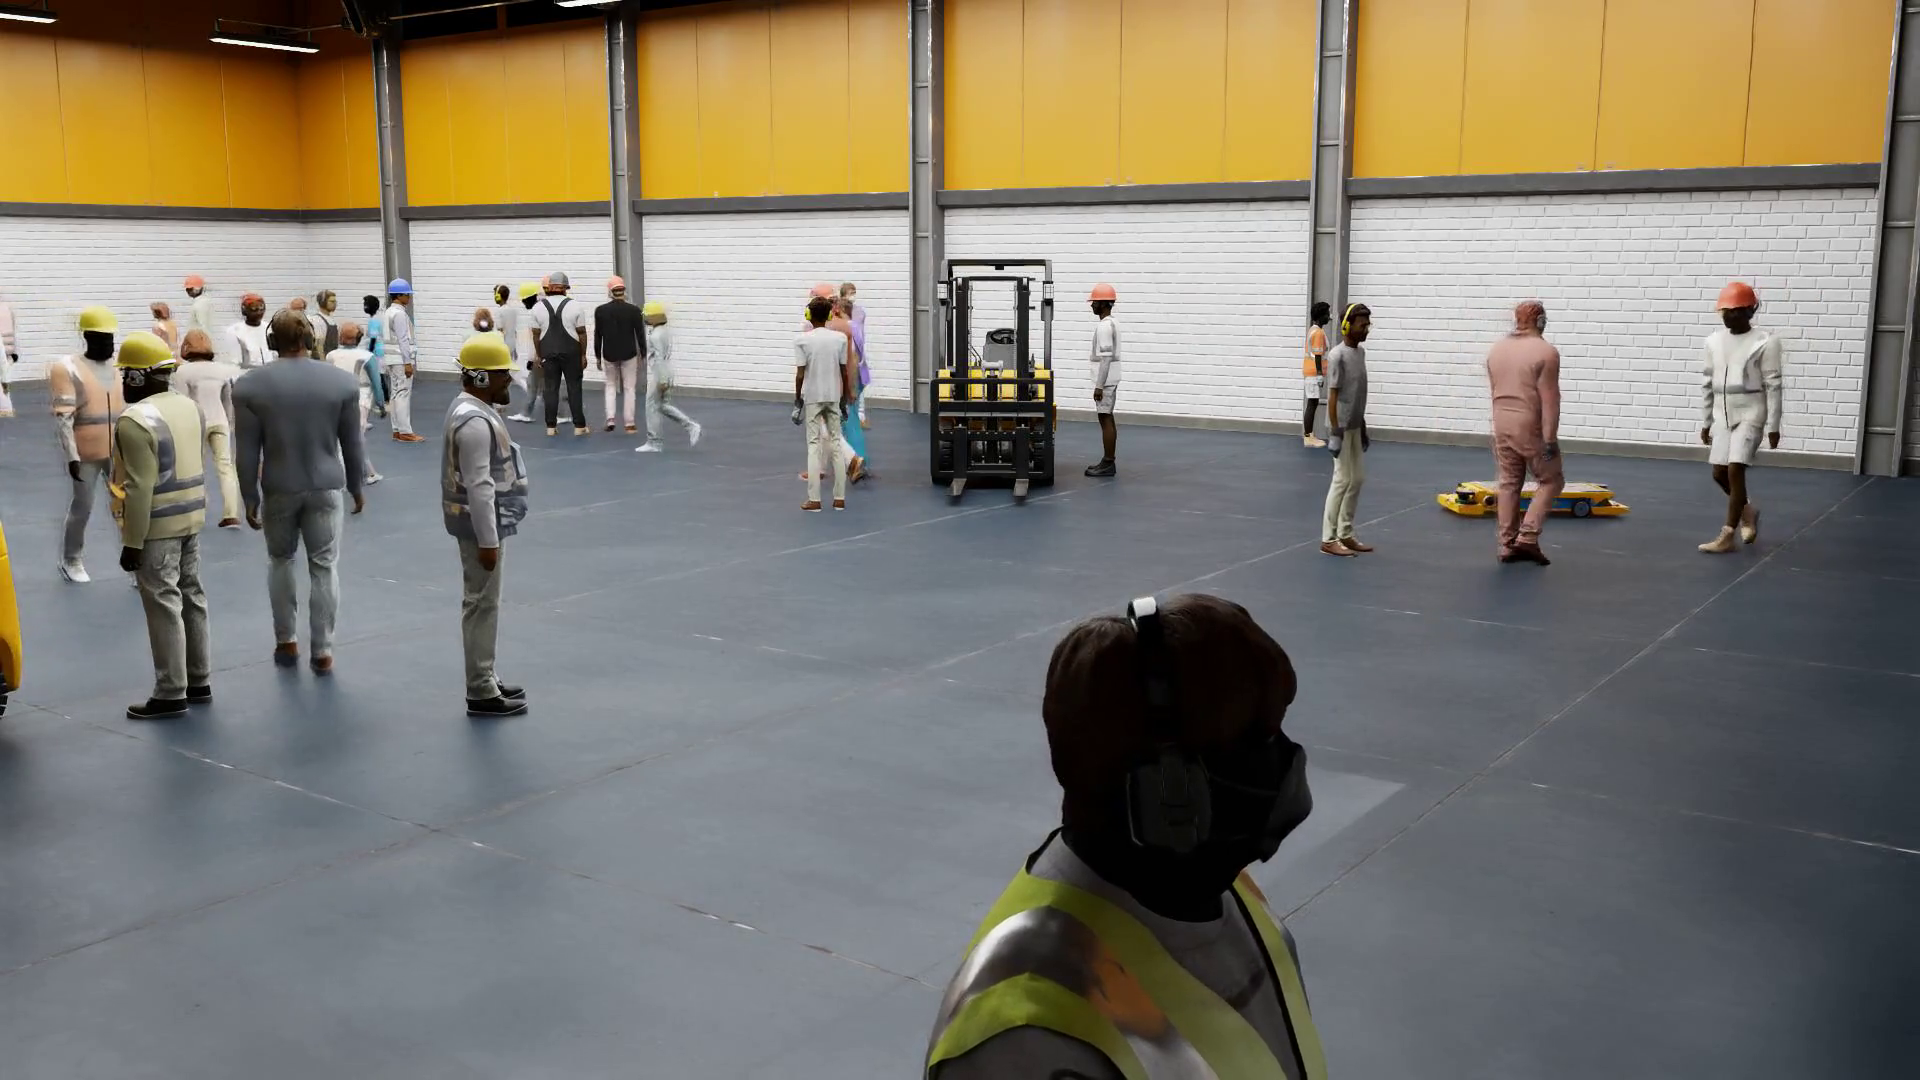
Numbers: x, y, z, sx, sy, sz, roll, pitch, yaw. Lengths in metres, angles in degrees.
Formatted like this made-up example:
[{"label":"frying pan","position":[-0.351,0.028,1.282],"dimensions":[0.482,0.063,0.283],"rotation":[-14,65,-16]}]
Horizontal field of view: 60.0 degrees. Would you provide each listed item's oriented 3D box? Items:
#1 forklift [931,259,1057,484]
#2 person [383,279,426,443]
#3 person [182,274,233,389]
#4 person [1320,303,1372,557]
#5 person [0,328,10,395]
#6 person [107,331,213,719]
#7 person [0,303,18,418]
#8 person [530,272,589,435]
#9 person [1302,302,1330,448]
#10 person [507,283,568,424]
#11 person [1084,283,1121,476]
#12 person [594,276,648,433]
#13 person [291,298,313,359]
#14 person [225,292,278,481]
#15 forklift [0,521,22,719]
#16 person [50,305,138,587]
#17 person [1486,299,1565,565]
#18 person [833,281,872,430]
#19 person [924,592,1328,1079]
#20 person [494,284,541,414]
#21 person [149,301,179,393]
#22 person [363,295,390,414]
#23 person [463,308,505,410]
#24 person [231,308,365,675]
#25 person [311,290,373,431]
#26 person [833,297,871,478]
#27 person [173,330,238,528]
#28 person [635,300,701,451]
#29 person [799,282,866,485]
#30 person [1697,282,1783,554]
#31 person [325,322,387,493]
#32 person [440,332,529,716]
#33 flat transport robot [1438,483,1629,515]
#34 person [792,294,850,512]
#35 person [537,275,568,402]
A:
[{"label":"forklift","position":[0.370,-1.738,16.759],"dimensions":[1.214,2.155,2.313],"rotation":[1,10,3]},{"label":"person","position":[-6.648,-2.126,19.798],"dimensions":[0.384,1.949,0.605],"rotation":[-6,11,-32]},{"label":"person","position":[-11.080,-2.916,24.449],"dimensions":[0.894,1.969,0.615],"rotation":[-3,10,-17]},{"label":"person","position":[2.859,-0.808,12.234],"dimensions":[0.333,1.858,0.540],"rotation":[7,12,35]},{"label":"person","position":[-10.311,-1.678,17.389],"dimensions":[0.679,1.861,0.593],"rotation":[6,11,31]},{"label":"person","position":[-3.803,-0.069,7.895],"dimensions":[0.403,1.833,0.586],"rotation":[1,10,3]},{"label":"person","position":[-13.422,-2.593,22.973],"dimensions":[0.744,1.814,0.656],"rotation":[2,10,10]},{"label":"person","position":[-4.949,-2.322,20.691],"dimensions":[0.674,2.000,0.535],"rotation":[0,10,0]},{"label":"person","position":[4.141,-1.919,19.337],"dimensions":[0.320,1.694,0.531],"rotation":[2,10,9]},{"label":"person","position":[-5.616,-2.443,21.922],"dimensions":[0.888,1.864,0.667],"rotation":[-2,10,-12]},{"label":"person","position":[1.435,-1.604,16.721],"dimensions":[0.361,1.938,0.546],"rotation":[2,10,13]},{"label":"person","position":[-4.242,-2.310,20.826],"dimensions":[0.658,1.978,0.414],"rotation":[0,10,0]},{"label":"person","position":[-9.620,-2.726,24.355],"dimensions":[0.528,1.620,0.510],"rotation":[0,10,-2]},{"label":"person","position":[-6.782,-1.467,16.165],"dimensions":[0.892,1.844,0.601],"rotation":[8,12,39]},{"label":"forklift","position":[-5.296,-0.090,6.943],"dimensions":[1.214,2.155,2.313],"rotation":[7,12,35]},{"label":"person","position":[-5.706,-0.614,11.014],"dimensions":[0.988,1.883,0.590],"rotation":[7,12,37]},{"label":"person","position":[4.035,-0.767,11.864],"dimensions":[0.414,1.889,0.662],"rotation":[-5,11,-28]},{"label":"person","position":[-1.509,-2.389,21.527],"dimensions":[0.636,1.909,0.935],"rotation":[-8,13,-40]},{"label":"person","position":[0.204,0.963,1.711],"dimensions":[0.429,1.846,0.633],"rotation":[3,10,20]},{"label":"person","position":[-6.349,-2.682,23.456],"dimensions":[0.842,1.841,0.518],"rotation":[3,10,19]},{"label":"person","position":[-10.524,-2.327,21.927],"dimensions":[0.432,1.623,0.538],"rotation":[0,10,-1]},{"label":"person","position":[-8.275,-2.620,23.539],"dimensions":[0.389,1.685,0.542],"rotation":[-4,10,-23]},{"label":"person","position":[-5.802,-2.033,20.319],"dimensions":[0.511,1.583,0.877],"rotation":[-3,10,-15]},{"label":"person","position":[-3.485,-0.265,8.837],"dimensions":[0.633,1.916,0.741],"rotation":[-4,10,-20]},{"label":"person","position":[-7.937,-2.227,20.866],"dimensions":[0.994,1.795,0.521],"rotation":[1,10,5]},{"label":"person","position":[-1.088,-1.529,16.687],"dimensions":[0.404,1.800,0.754],"rotation":[-1,10,-5]},{"label":"person","position":[-6.161,-0.898,13.507],"dimensions":[0.856,1.589,0.518],"rotation":[7,12,37]},{"label":"person","position":[-3.337,-1.854,18.832],"dimensions":[0.658,1.720,0.490],"rotation":[0,10,1]},{"label":"person","position":[-1.230,-1.493,15.996],"dimensions":[0.900,1.965,0.619],"rotation":[8,12,38]},{"label":"person","position":[5.832,-0.908,12.365],"dimensions":[0.753,2.019,0.619],"rotation":[-5,11,-26]},{"label":"person","position":[-5.727,-1.256,15.702],"dimensions":[0.515,1.589,0.930],"rotation":[3,10,15]},{"label":"person","position":[-2.259,-0.072,7.941],"dimensions":[0.403,1.826,0.596],"rotation":[-3,10,-18]},{"label":"flat transport robot","position":[4.915,-0.364,14.289],"dimensions":[1.431,0.197,0.652],"rotation":[0,10,1]},{"label":"person","position":[-1.203,-1.177,14.379],"dimensions":[0.519,1.874,0.327],"rotation":[-4,10,-22]},{"label":"person","position":[-6.261,-3.081,25.515],"dimensions":[0.552,1.937,0.356],"rotation":[8,13,40]}]
